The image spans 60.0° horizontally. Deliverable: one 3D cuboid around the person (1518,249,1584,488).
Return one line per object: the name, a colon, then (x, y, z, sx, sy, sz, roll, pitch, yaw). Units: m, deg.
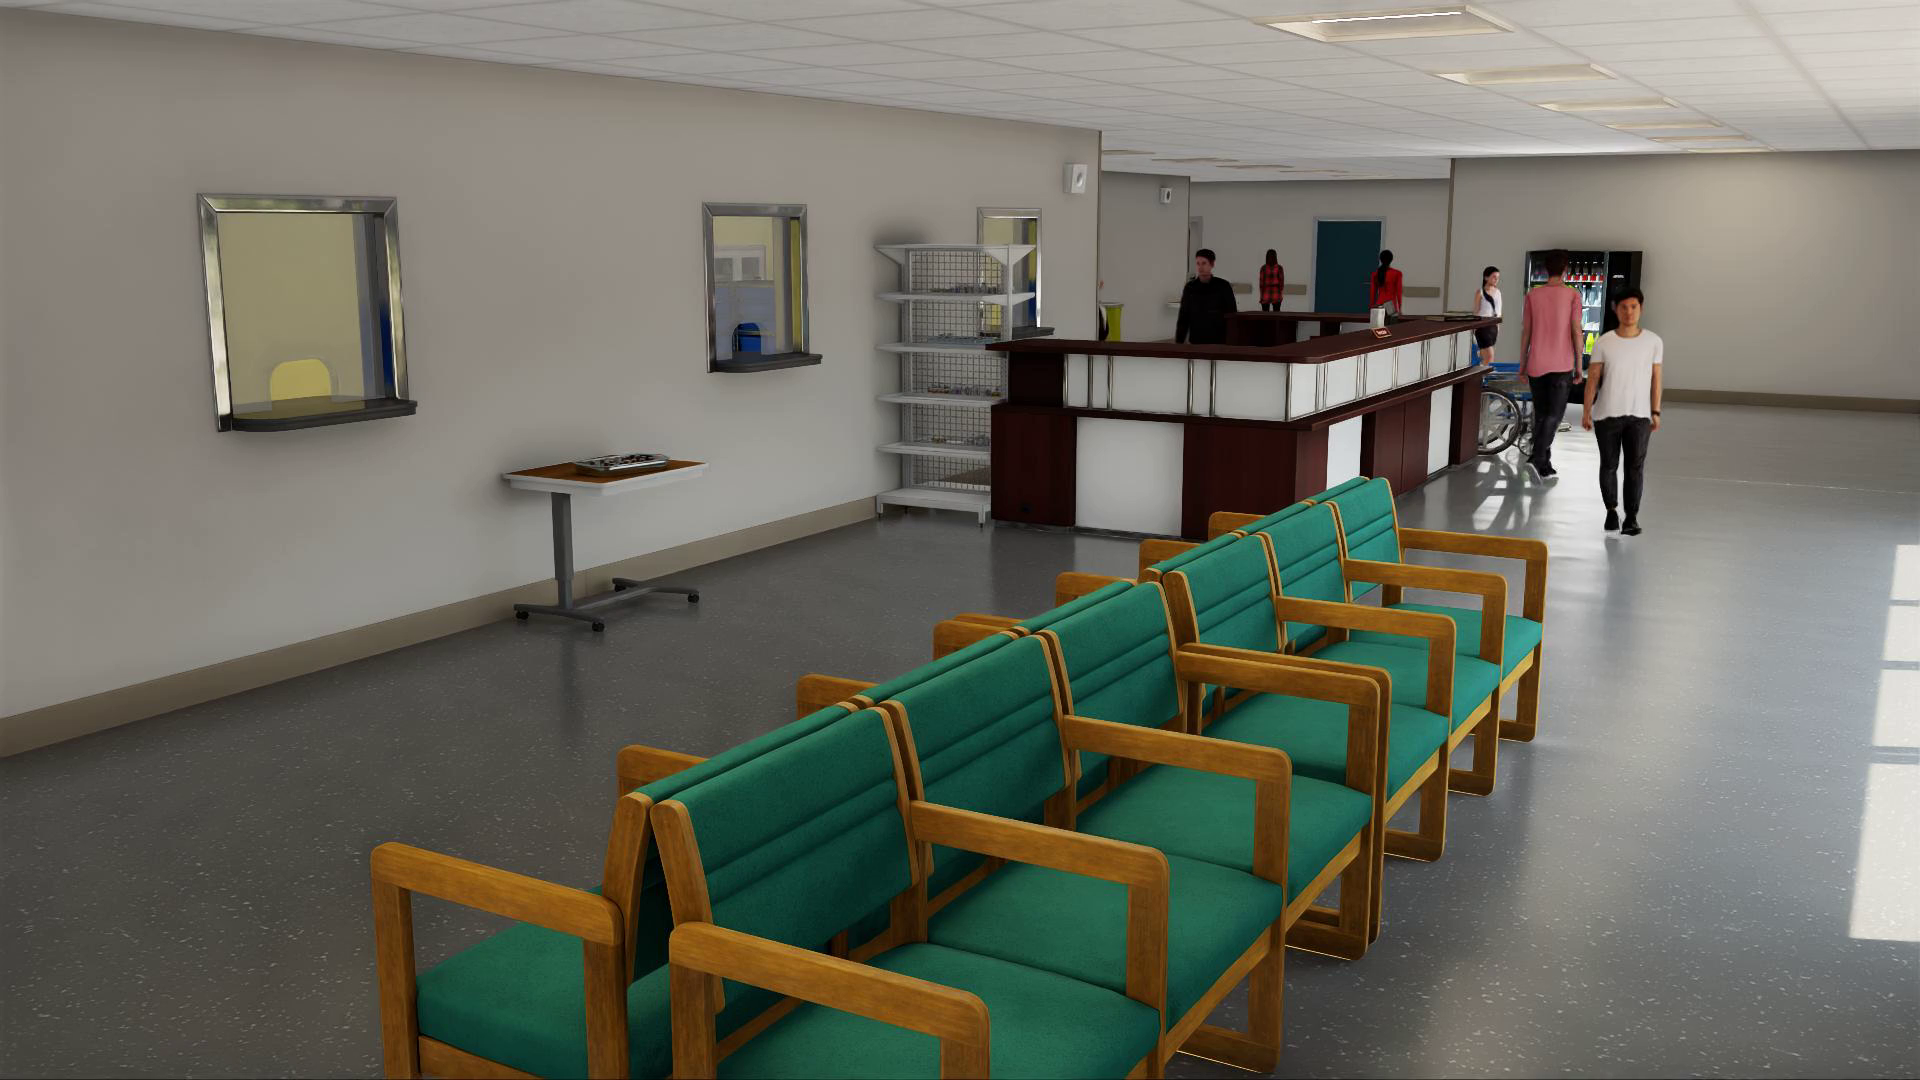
person: (4.825, -1.391, 13.677, 1.151, 1.928, 0.790, 8, 13, 36)

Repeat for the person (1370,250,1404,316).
person: (6.217, -3.329, 24.323, 0.808, 1.767, 0.721, 5, 12, 23)

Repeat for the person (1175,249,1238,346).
person: (2.493, -1.903, 16.448, 0.777, 1.901, 0.830, 6, 12, 29)

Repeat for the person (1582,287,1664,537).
person: (4.628, -0.900, 11.611, 0.884, 1.703, 0.829, 4, 11, 18)

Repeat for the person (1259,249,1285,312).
person: (5.787, -4.547, 30.923, 0.553, 1.700, 0.709, 4, 11, 18)
